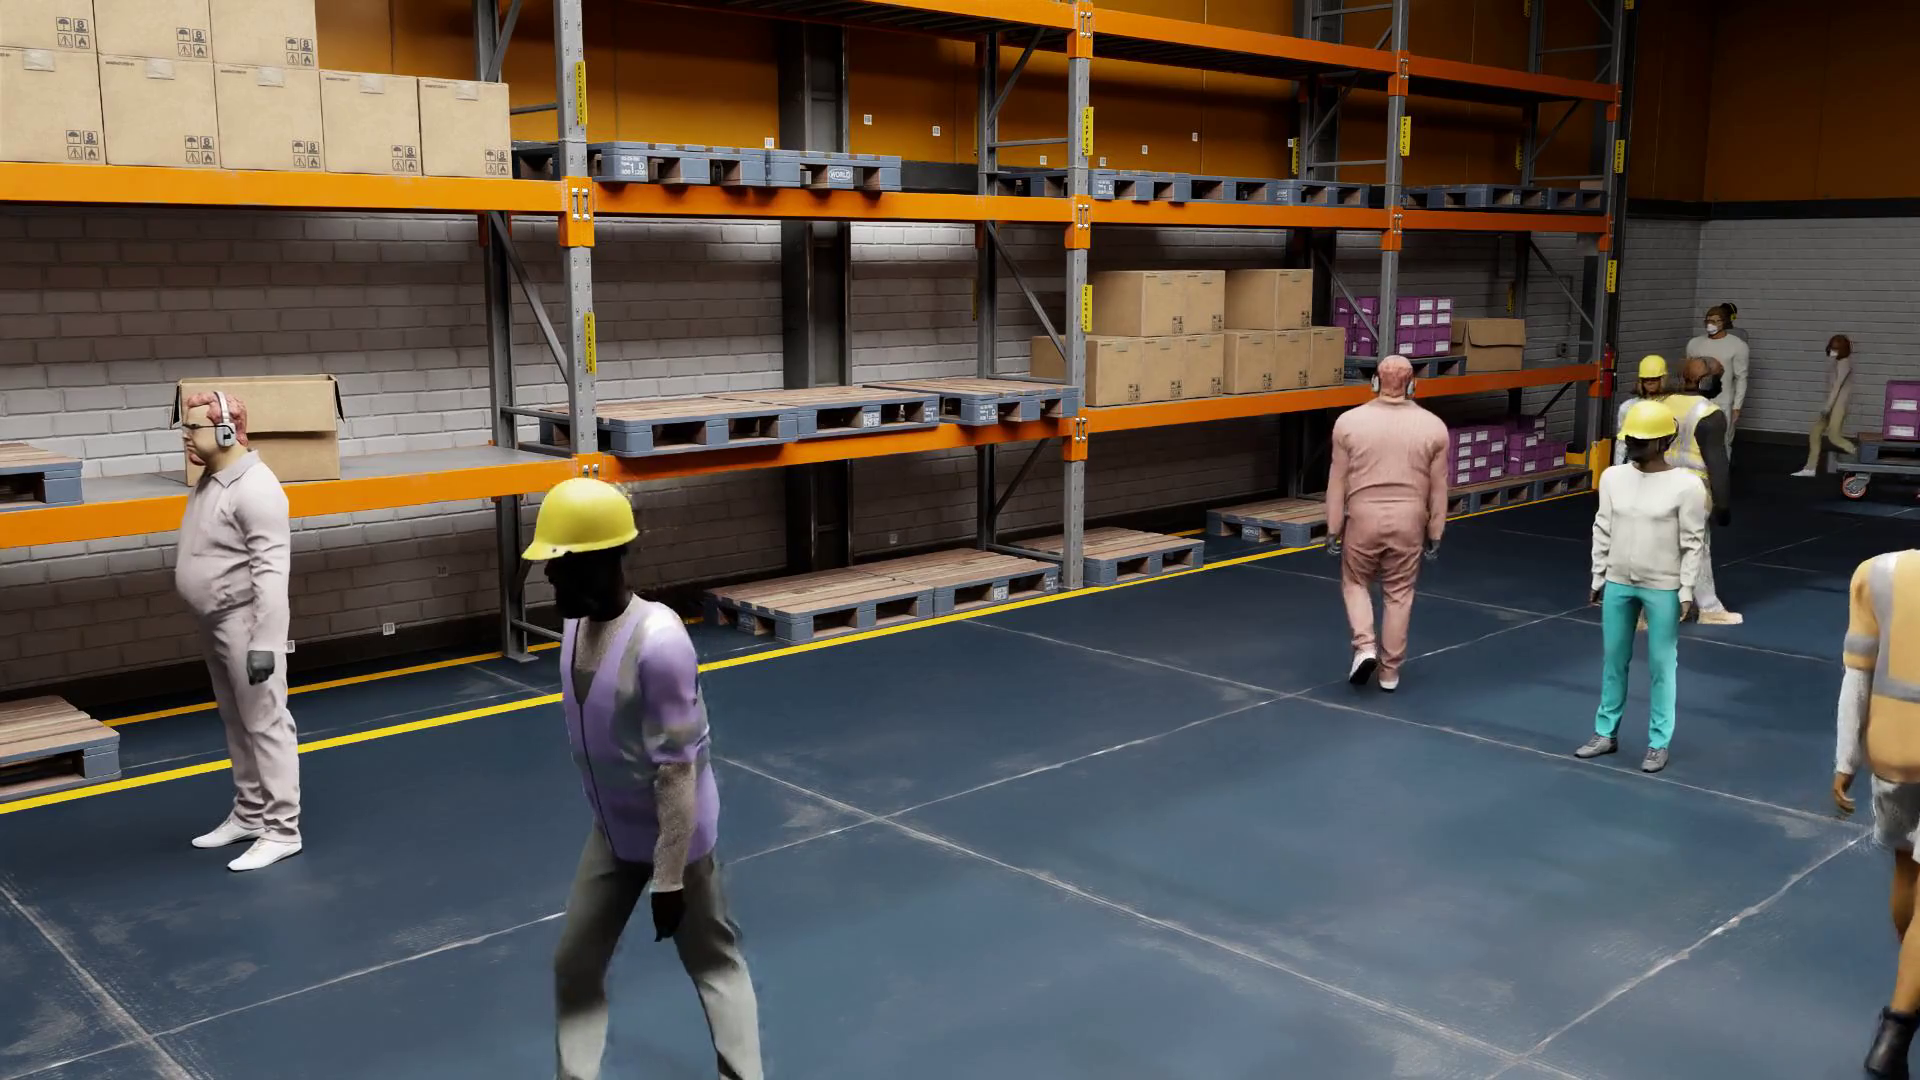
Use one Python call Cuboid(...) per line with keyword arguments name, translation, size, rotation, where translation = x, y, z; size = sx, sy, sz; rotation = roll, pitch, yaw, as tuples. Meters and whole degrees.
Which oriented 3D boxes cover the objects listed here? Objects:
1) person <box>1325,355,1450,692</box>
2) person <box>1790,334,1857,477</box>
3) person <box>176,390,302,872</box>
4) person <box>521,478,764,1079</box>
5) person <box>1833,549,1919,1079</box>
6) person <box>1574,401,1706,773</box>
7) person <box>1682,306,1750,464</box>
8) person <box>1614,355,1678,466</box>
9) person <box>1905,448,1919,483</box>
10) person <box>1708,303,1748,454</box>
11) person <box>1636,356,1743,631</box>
Cuboid(name="person", translation=(2.373, -0.084, 9.267), size=(0.665, 1.888, 0.433), rotation=(1, 10, 9))
Cuboid(name="person", translation=(9.551, -1.452, 18.121), size=(0.686, 1.605, 0.500), rotation=(3, 10, 15))
Cuboid(name="person", translation=(-2.896, 0.358, 6.637), size=(0.399, 1.909, 0.642), rotation=(-9, 13, -41))
Cuboid(name="person", translation=(-0.860, 0.764, 4.353), size=(0.848, 1.872, 0.591), rotation=(-9, 13, -43))
Cuboid(name="person", translation=(2.936, 0.648, 4.996), size=(0.561, 1.895, 0.978), rotation=(9, 13, 43))
Cuboid(name="person", translation=(3.230, 0.219, 7.880), size=(0.337, 1.761, 0.526), rotation=(-9, 13, -41))
Cuboid(name="person", translation=(7.487, -1.350, 16.545), size=(0.376, 1.940, 0.629), rotation=(-9, 13, -41))
Cuboid(name="person", translation=(4.988, -0.476, 12.039), size=(0.499, 1.727, 0.383), rotation=(5, 11, 27))
Cuboid(name="person", translation=(10.491, -1.352, 17.577), size=(0.506, 1.583, 0.859), rotation=(-7, 12, -34))
Cuboid(name="person", translation=(9.381, -1.975, 20.427), size=(0.332, 1.864, 0.514), rotation=(-9, 13, -41))
Cuboid(name="person", translation=(4.701, -0.297, 10.804), size=(0.954, 1.802, 0.646), rotation=(-1, 10, -5))
